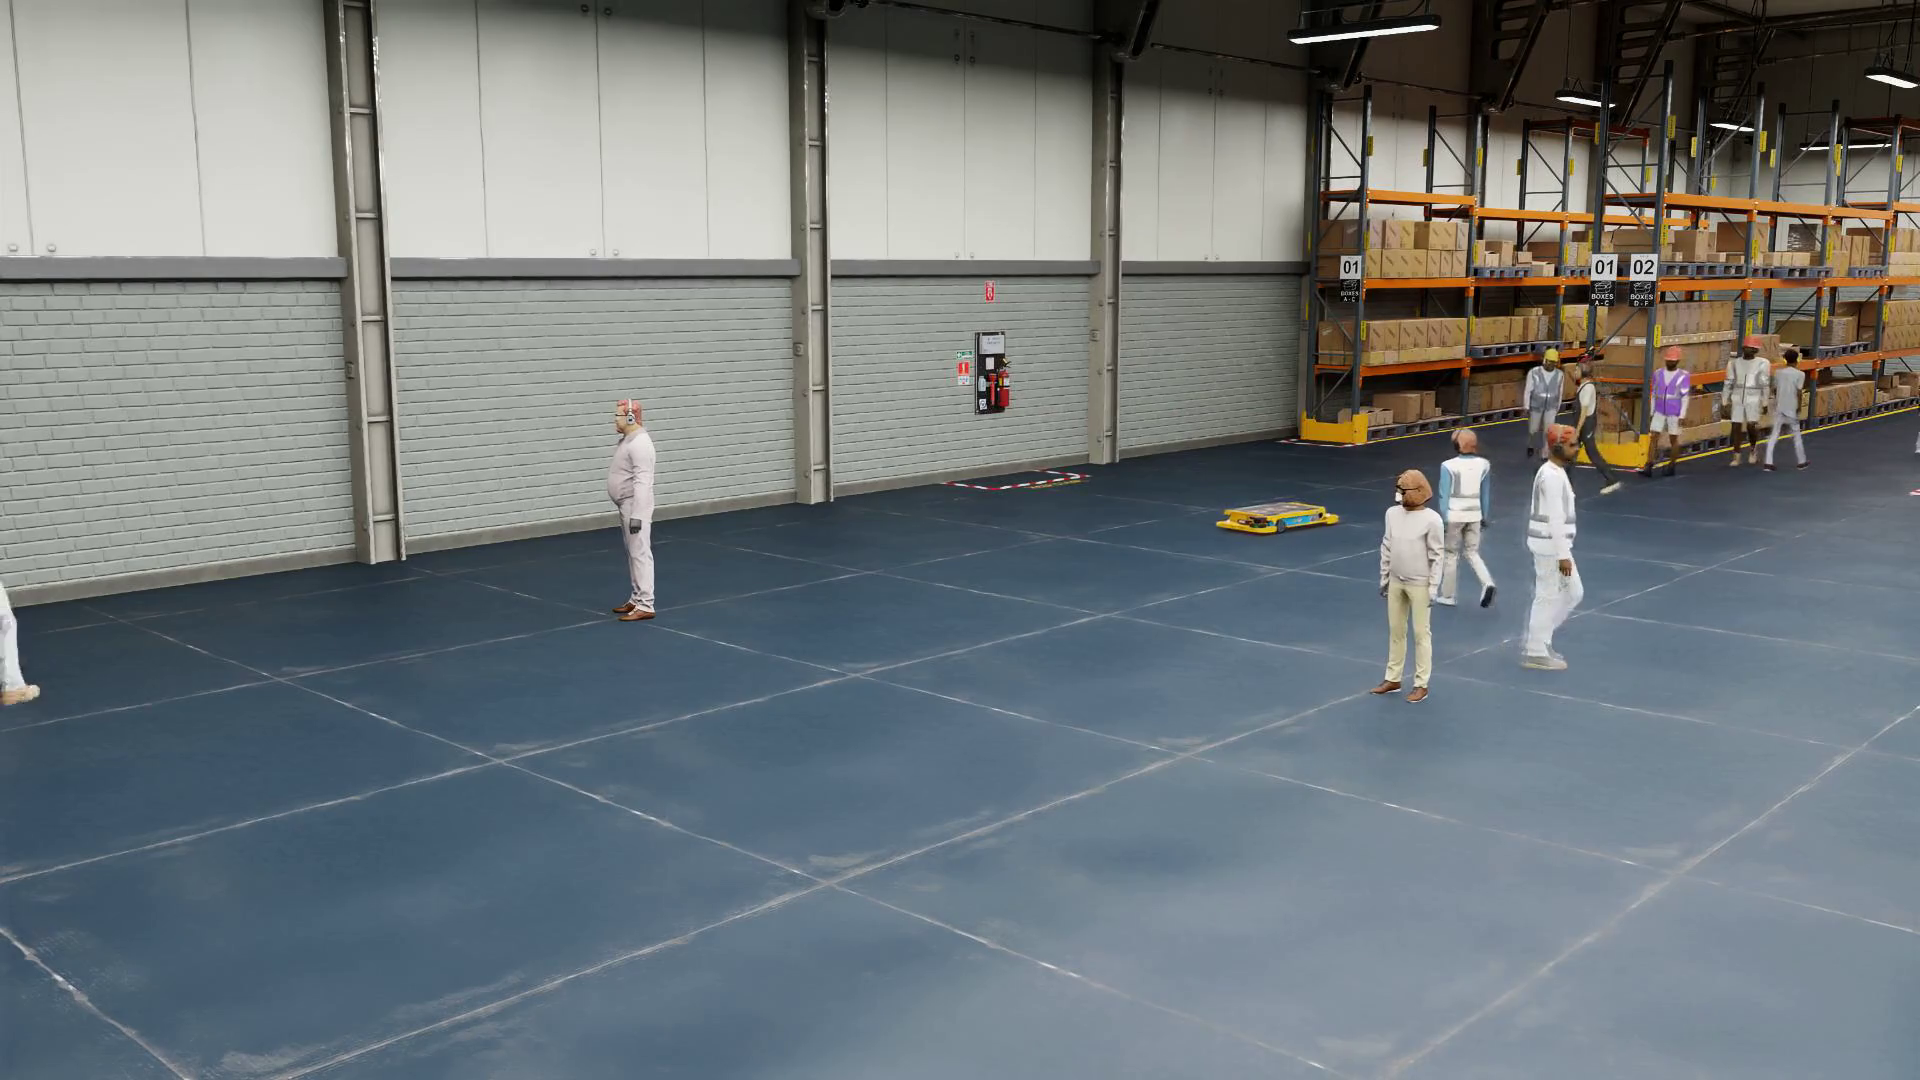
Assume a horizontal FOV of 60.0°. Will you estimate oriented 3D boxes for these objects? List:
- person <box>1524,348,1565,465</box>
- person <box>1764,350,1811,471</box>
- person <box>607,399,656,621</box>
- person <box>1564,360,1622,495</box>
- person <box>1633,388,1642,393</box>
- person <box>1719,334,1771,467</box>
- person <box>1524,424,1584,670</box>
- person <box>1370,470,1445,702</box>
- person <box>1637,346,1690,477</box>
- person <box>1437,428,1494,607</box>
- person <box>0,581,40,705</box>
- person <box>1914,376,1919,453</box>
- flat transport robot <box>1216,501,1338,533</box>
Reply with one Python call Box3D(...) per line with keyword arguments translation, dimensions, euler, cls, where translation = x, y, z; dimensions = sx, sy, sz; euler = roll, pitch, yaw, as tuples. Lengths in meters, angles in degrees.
Box3D(translation=(9.052, -2.089, 25.834), dimensions=(0.598, 1.798, 0.772), euler=(2, 9, 11), cls="person")
Box3D(translation=(12.384, -1.933, 24.854), dimensions=(0.980, 1.806, 0.504), euler=(-7, 12, -36), cls="person")
Box3D(translation=(-2.833, -0.261, 14.357), dimensions=(0.409, 1.908, 0.647), euler=(-3, 10, -18), cls="person")
Box3D(translation=(8.393, -1.498, 22.217), dimensions=(0.945, 1.812, 0.502), euler=(2, 9, 9), cls="person")
Box3D(translation=(13.437, -3.280, 32.541), dimensions=(0.719, 1.971, 0.647), euler=(-7, 11, -35), cls="person")
Box3D(translation=(11.903, -2.106, 25.237), dimensions=(0.653, 2.028, 0.404), euler=(7, 12, 38), cls="person")
Box3D(translation=(4.475, 0.065, 12.469), dimensions=(0.421, 1.866, 0.589), euler=(5, 10, 26), cls="person")
Box3D(translation=(3.151, 0.317, 11.664), dimensions=(0.286, 1.632, 0.501), euler=(-7, 11, -35), cls="person")
Box3D(translation=(10.144, -1.826, 23.929), dimensions=(0.556, 1.892, 0.923), euler=(9, 13, 43), cls="person")
Box3D(translation=(4.481, -0.179, 14.731), dimensions=(0.519, 1.619, 0.585), euler=(-3, 10, -17), cls="person")
Box3D(translation=(-6.743, 0.270, 11.404), dimensions=(0.640, 1.814, 0.791), euler=(2, 10, 14), cls="person")
Box3D(translation=(16.005, -2.228, 27.298), dimensions=(0.836, 1.605, 0.524), euler=(-9, 13, -44), cls="person")
Box3D(translation=(3.707, -0.272, 19.395), dimensions=(1.431, 0.197, 0.652), euler=(-8, 12, -39), cls="flat transport robot")
